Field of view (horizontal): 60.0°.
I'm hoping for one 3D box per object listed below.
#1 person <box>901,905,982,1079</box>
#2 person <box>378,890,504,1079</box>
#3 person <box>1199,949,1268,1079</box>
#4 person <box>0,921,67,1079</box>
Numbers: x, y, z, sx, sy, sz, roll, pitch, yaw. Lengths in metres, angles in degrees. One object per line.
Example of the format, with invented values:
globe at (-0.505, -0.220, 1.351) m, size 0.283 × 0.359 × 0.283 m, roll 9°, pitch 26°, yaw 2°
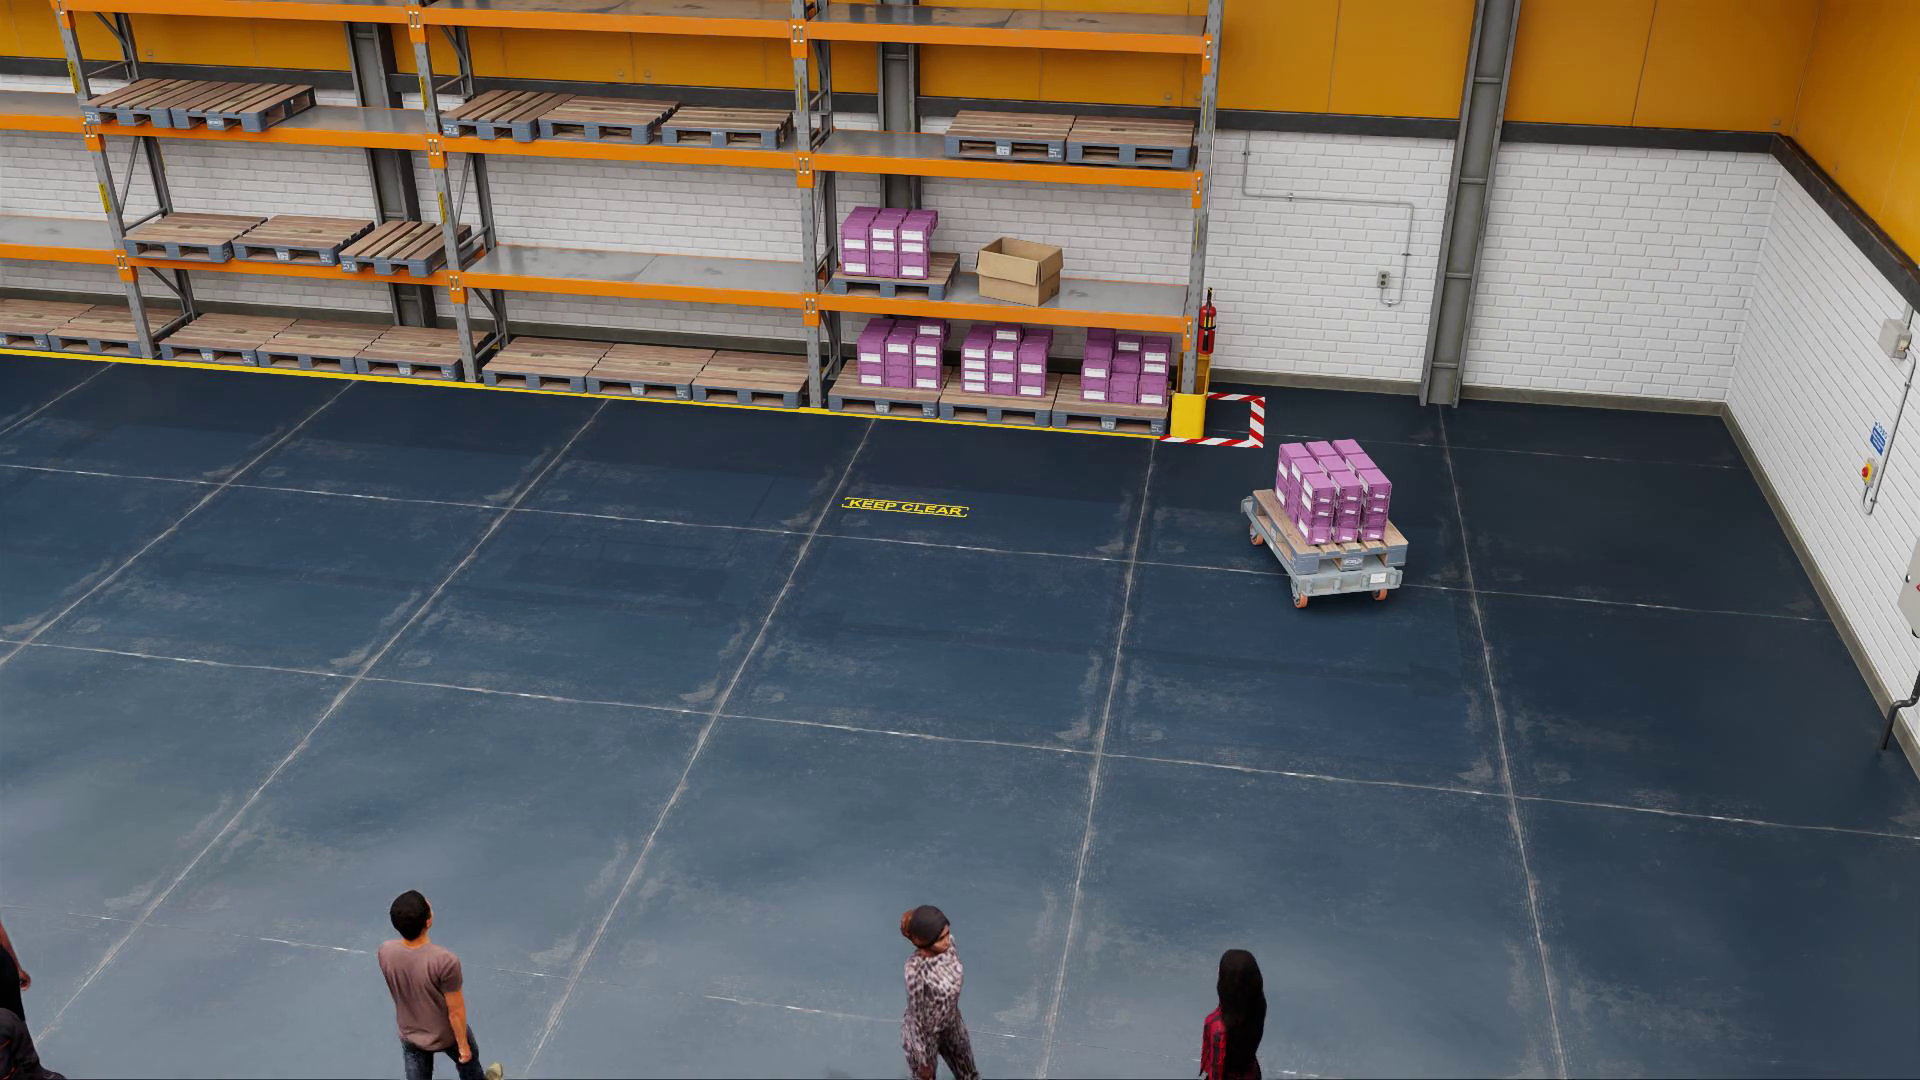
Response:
person at (-0.212, 2.602, 8.925) m, size 0.774 × 1.706 × 0.727 m, roll 21°, pitch 35°, yaw 33°
person at (-2.842, 2.663, 8.789) m, size 1.035 × 1.728 × 0.720 m, roll 6°, pitch 29°, yaw 11°
person at (1.479, 2.821, 8.596) m, size 1.026 × 1.636 × 0.871 m, roll 22°, pitch 35°, yaw 34°
person at (-5.404, 2.430, 9.184) m, size 0.569 × 1.758 × 0.607 m, roll 9°, pitch 30°, yaw 16°
